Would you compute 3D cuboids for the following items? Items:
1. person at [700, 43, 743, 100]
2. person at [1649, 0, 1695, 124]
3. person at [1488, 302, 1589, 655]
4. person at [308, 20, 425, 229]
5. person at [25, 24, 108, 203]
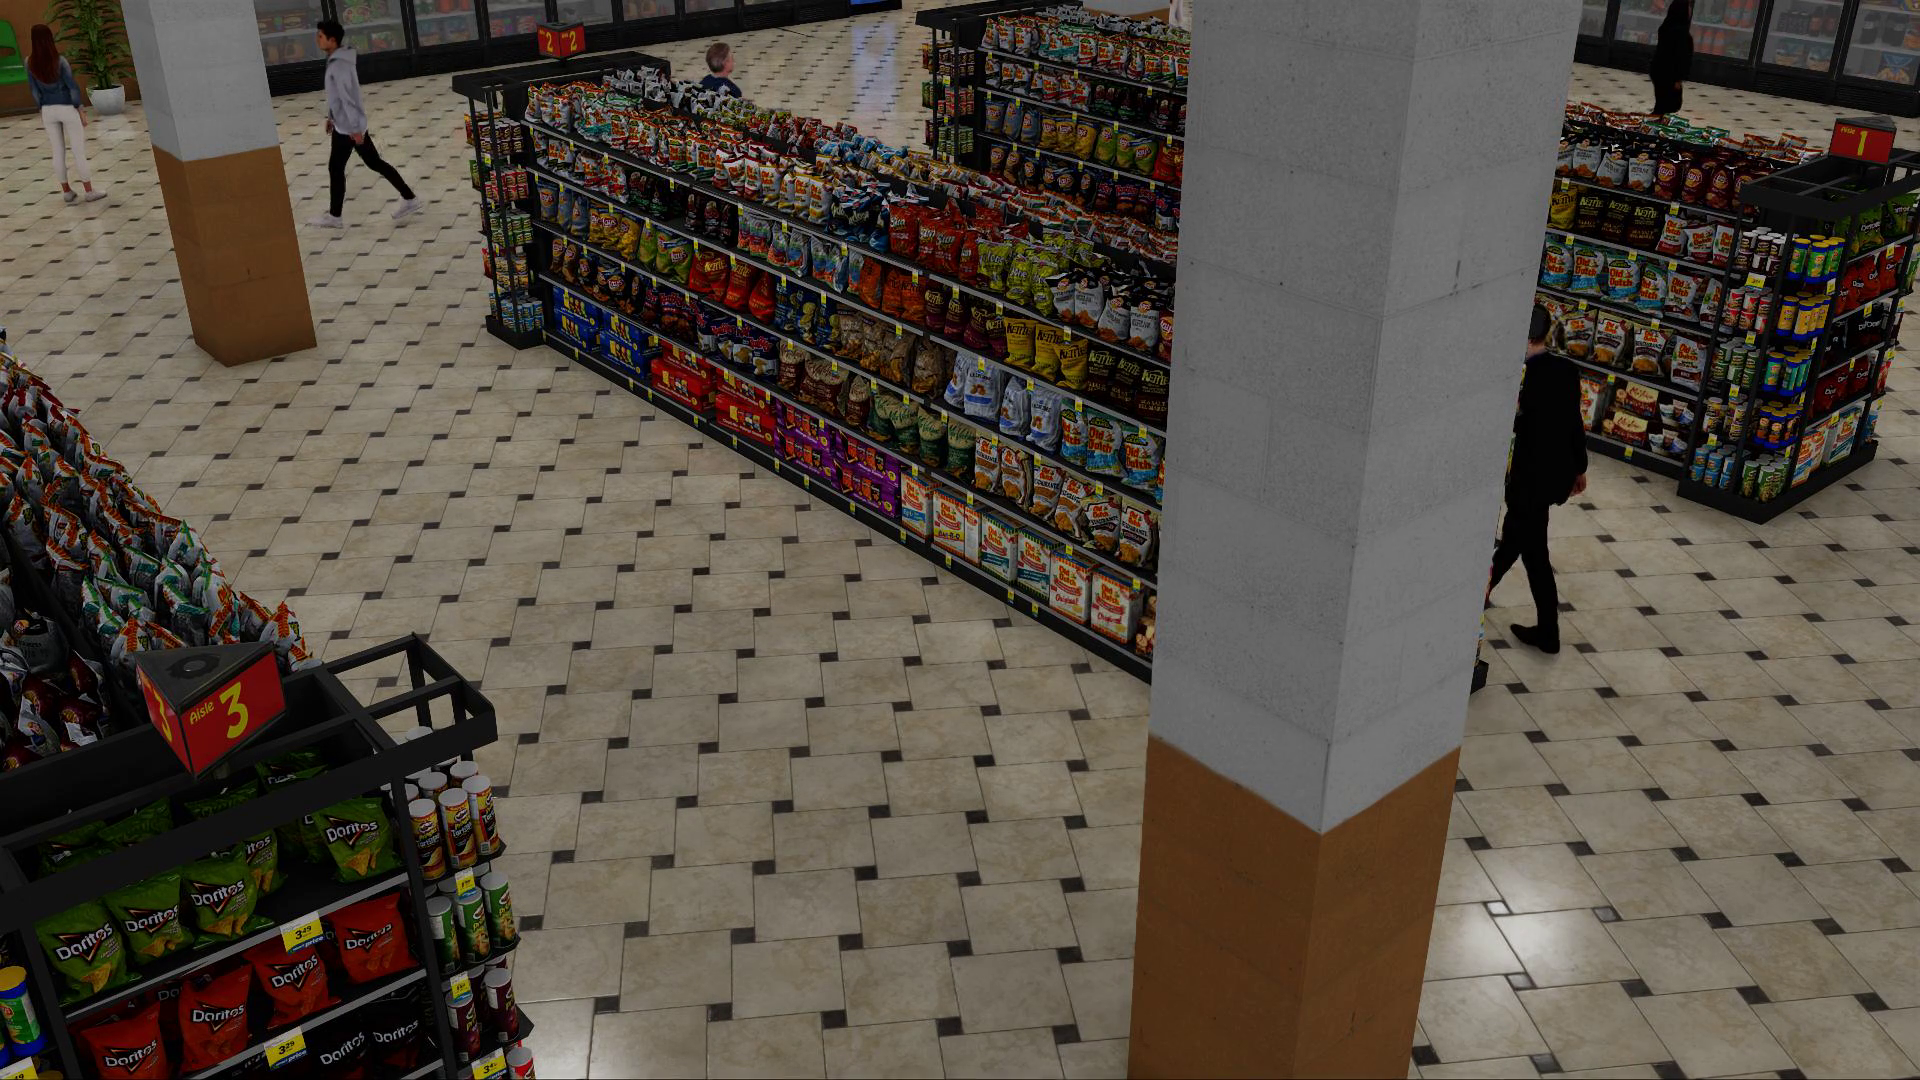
[{"bbox_3d":[-2.139,-3.351,14.532,0.730,1.825,1.039,-20,33,-34],"label":"person"},{"bbox_3d":[7.654,-5.065,18.156,0.934,1.603,0.901,-4,27,-7],"label":"person"},{"bbox_3d":[2.974,-0.256,8.417,0.809,1.836,1.061,-17,31,-29],"label":"person"},{"bbox_3d":[-5.537,-3.834,15.423,1.106,1.880,1.313,-8,28,-15],"label":"person"},{"bbox_3d":[-8.806,-4.166,16.273,0.688,1.703,0.723,-1,27,-1],"label":"person"}]
